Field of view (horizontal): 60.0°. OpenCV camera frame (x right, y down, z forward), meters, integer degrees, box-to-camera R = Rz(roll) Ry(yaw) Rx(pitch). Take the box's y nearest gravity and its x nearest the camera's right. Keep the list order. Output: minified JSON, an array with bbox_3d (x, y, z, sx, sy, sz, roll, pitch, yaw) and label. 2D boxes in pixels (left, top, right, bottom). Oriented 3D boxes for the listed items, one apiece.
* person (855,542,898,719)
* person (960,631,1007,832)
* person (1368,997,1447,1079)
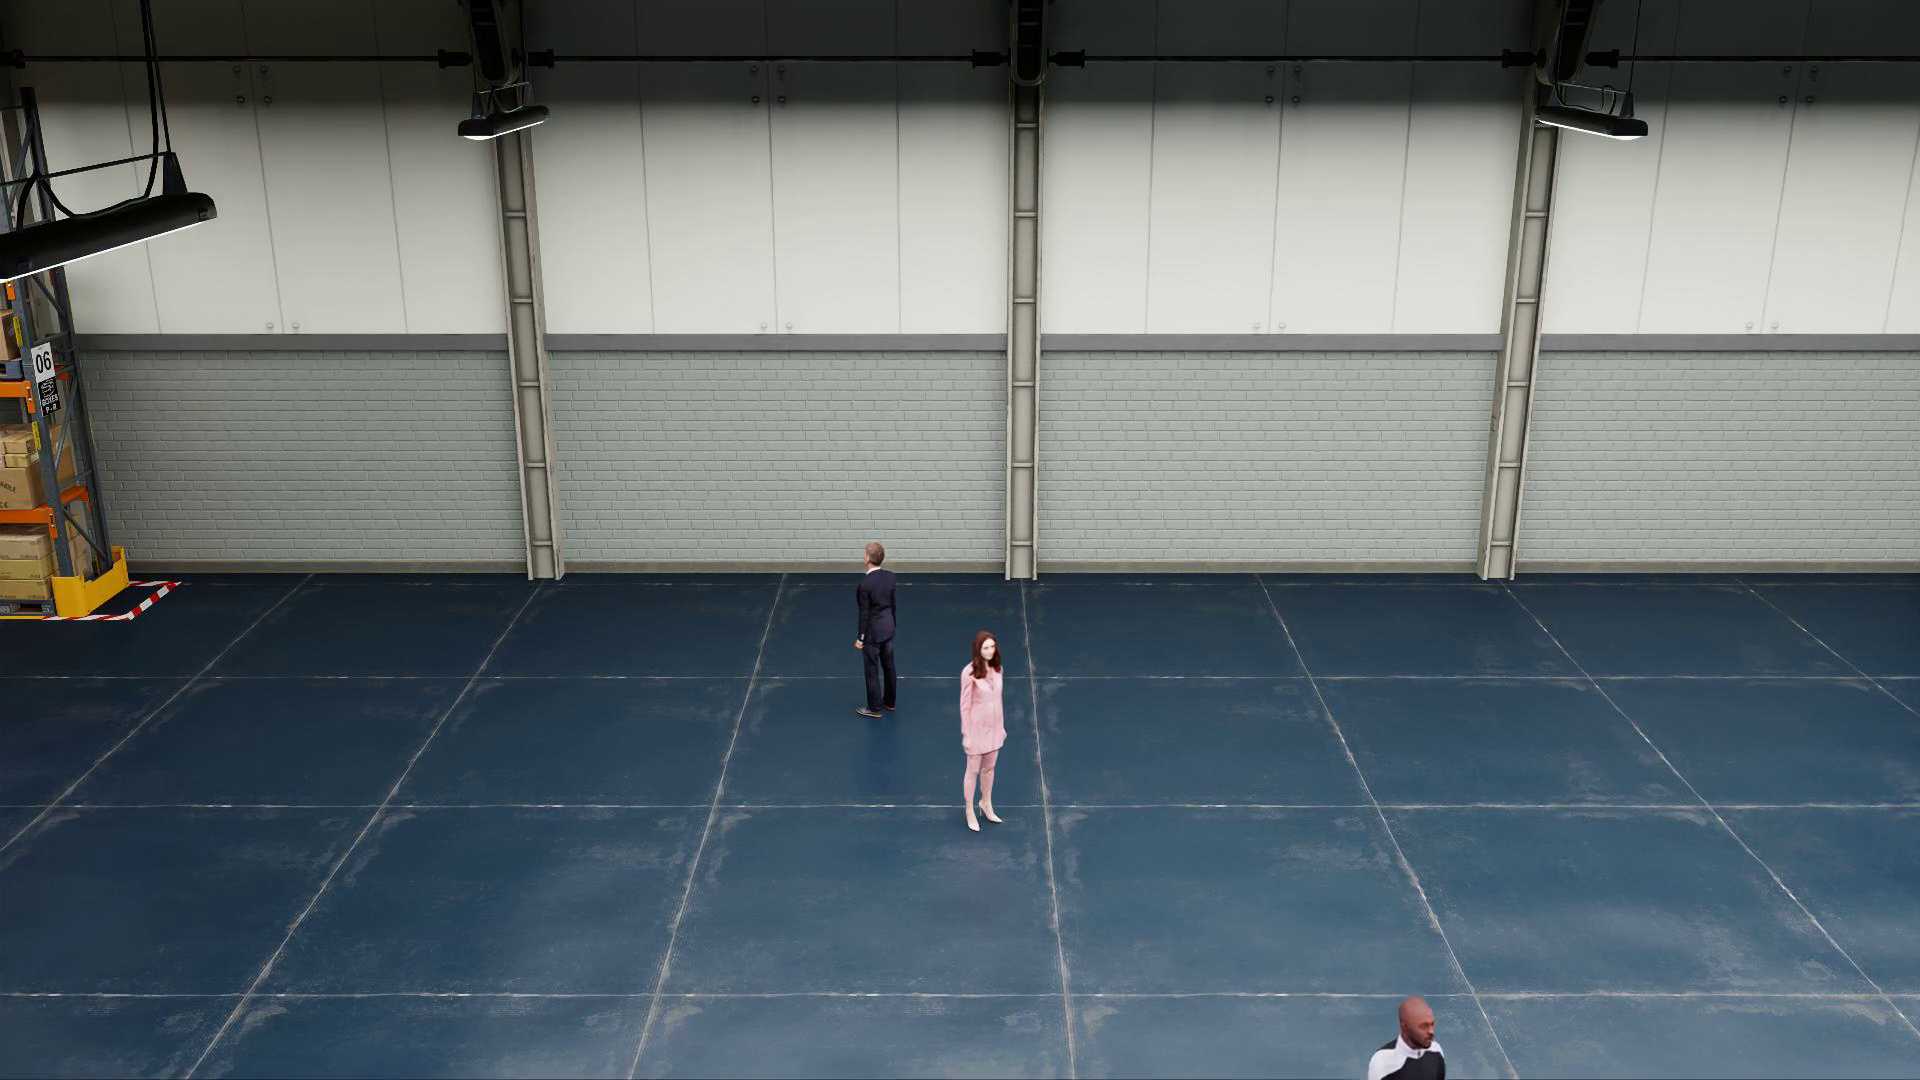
[{"bbox_3d":[-0.839,0.891,16.752,0.824,1.815,0.772,16,24,40],"label":"person"},{"bbox_3d":[0.193,1.638,14.477,0.657,1.803,0.746,-13,22,-35],"label":"person"},{"bbox_3d":[2.424,3.323,9.302,1.068,1.804,1.036,-9,20,-27],"label":"person"}]
